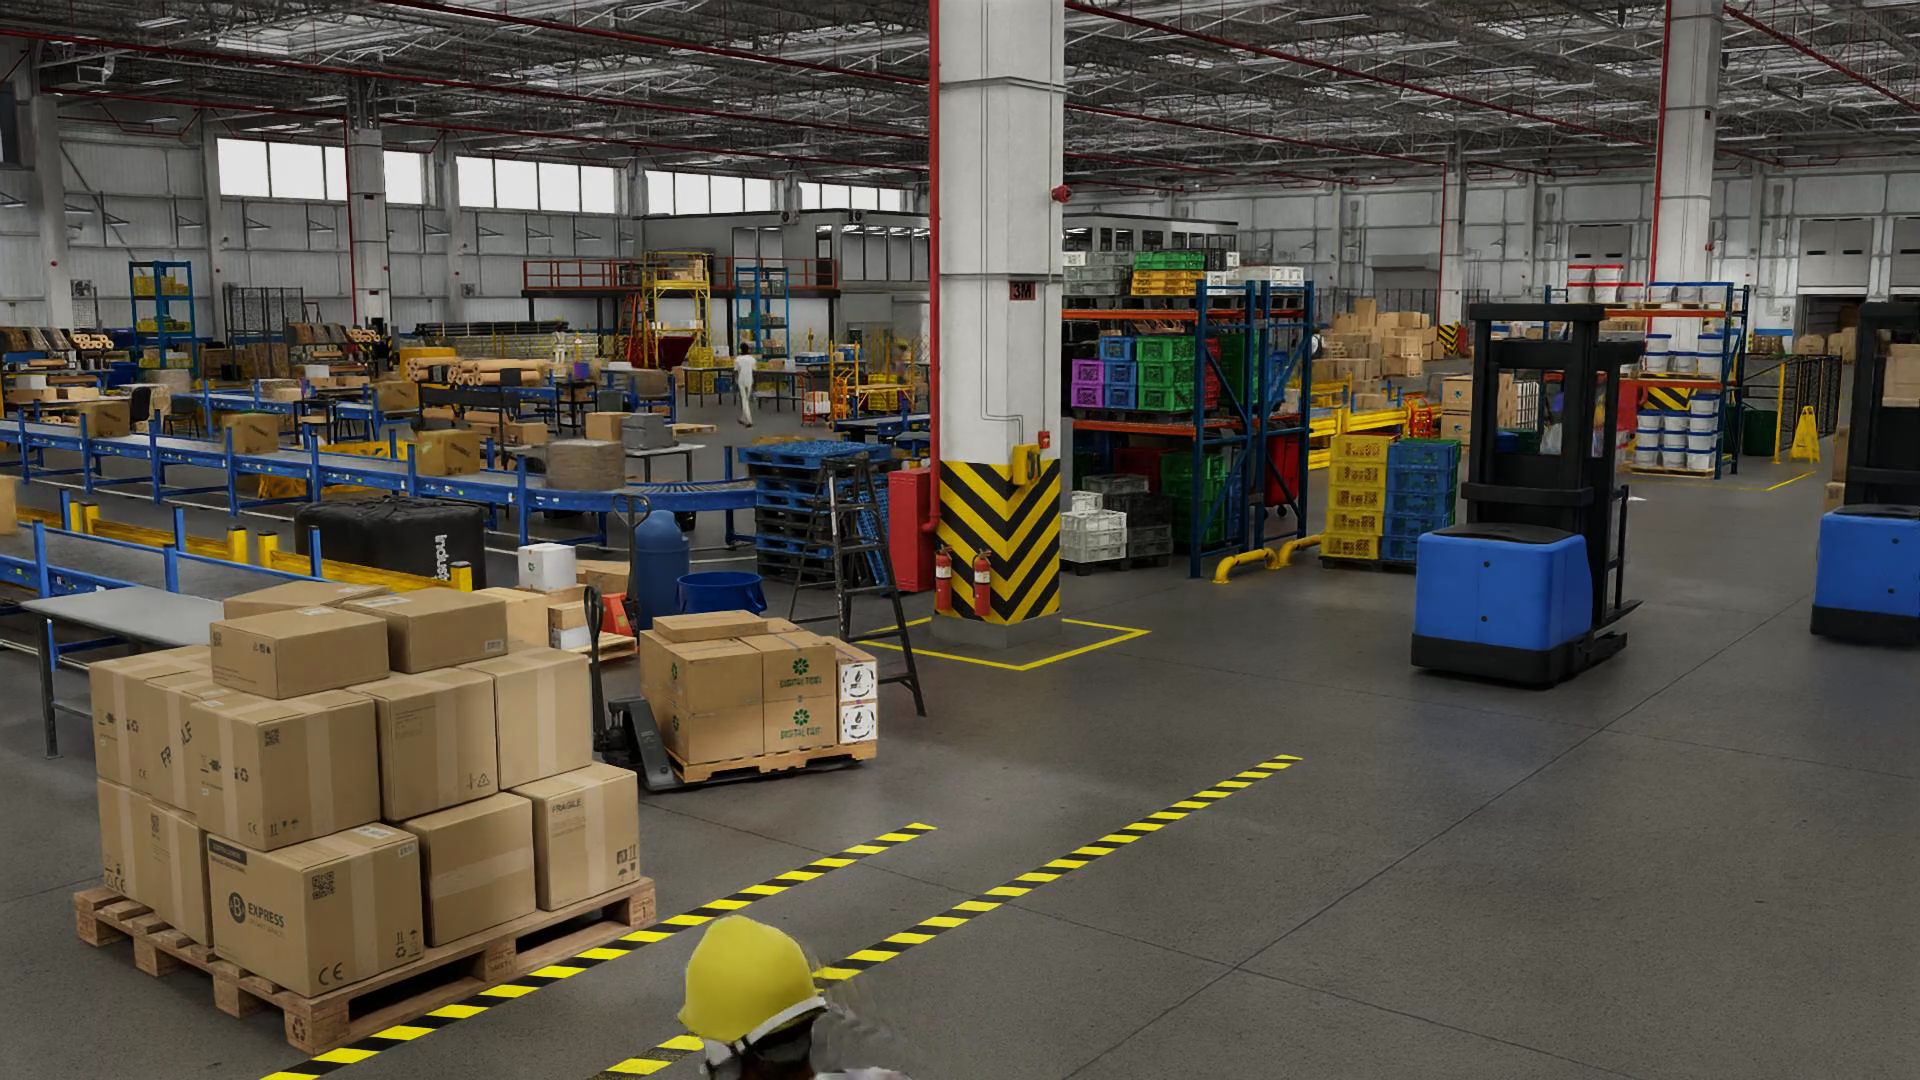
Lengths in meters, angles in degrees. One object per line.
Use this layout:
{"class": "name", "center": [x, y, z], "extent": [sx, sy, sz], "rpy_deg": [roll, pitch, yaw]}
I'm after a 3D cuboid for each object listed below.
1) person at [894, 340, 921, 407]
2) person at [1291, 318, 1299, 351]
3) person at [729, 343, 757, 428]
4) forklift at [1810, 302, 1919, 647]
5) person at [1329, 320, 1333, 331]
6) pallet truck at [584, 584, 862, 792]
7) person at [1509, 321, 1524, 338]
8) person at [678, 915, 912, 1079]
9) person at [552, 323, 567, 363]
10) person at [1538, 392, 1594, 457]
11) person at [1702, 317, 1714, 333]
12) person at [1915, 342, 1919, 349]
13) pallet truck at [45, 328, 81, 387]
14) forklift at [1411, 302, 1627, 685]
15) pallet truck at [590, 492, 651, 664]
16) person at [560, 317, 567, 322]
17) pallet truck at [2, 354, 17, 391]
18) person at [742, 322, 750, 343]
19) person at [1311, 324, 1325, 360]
{"class": "person", "center": [-1.467, -4.231, 42.314], "extent": [0.911, 1.717, 0.563], "rpy_deg": [-1, 9, -7]}
{"class": "person", "center": [16.925, -10.403, 83.993], "extent": [0.322, 1.697, 0.532], "rpy_deg": [7, 11, 39]}
{"class": "person", "center": [-4.696, -3.328, 35.885], "extent": [0.538, 1.817, 0.956], "rpy_deg": [-6, 10, -33]}
{"class": "forklift", "center": [8.010, -0.607, 13.990], "extent": [1.129, 2.768, 1.873], "rpy_deg": [7, 11, 37]}
{"class": "person", "center": [18.660, -10.349, 82.898], "extent": [0.571, 1.914, 0.612], "rpy_deg": [2, 9, 11]}
{"class": "pallet truck", "center": [-1.426, 0.805, 10.019], "extent": [1.601, 1.201, 0.680], "rpy_deg": [-4, 9, -26]}
{"class": "person", "center": [24.791, -9.062, 74.177], "extent": [0.635, 1.938, 1.046], "rpy_deg": [4, 9, 26]}
{"class": "person", "center": [-0.324, 1.558, 2.985], "extent": [0.613, 1.805, 0.484], "rpy_deg": [-8, 11, -42]}
{"class": "person", "center": [-13.742, -6.506, 57.095], "extent": [0.359, 1.886, 0.573], "rpy_deg": [7, 11, 39]}
{"class": "person", "center": [6.105, -0.554, 16.934], "extent": [1.012, 1.893, 0.604], "rpy_deg": [-4, 9, -23]}
{"class": "person", "center": [30.785, -8.253, 68.790], "extent": [0.613, 1.901, 0.778], "rpy_deg": [-4, 9, -27]}
{"class": "person", "center": [24.444, -4.215, 42.357], "extent": [0.845, 1.657, 0.535], "rpy_deg": [6, 11, 37]}
{"class": "pallet truck", "center": [-23.775, -4.544, 43.495], "extent": [1.885, 1.965, 0.823], "rpy_deg": [6, 10, 35]}
{"class": "forklift", "center": [4.379, -0.438, 12.852], "extent": [1.129, 2.768, 1.873], "rpy_deg": [7, 11, 37]}
{"class": "pallet truck", "center": [-3.115, 0.344, 12.883], "extent": [0.653, 1.274, 1.630], "rpy_deg": [7, 11, 37]}
{"class": "person", "center": [-16.367, -8.229, 68.666], "extent": [0.850, 1.899, 0.609], "rpy_deg": [2, 9, 13]}
{"class": "pallet truck", "center": [-24.881, -4.417, 42.634], "extent": [1.885, 1.965, 0.823], "rpy_deg": [8, 11, 41]}
{"class": "person", "center": [-8.235, -7.670, 64.822], "extent": [0.704, 1.912, 0.582], "rpy_deg": [3, 9, 22]}
{"class": "person", "center": [10.255, -5.295, 48.413], "extent": [0.709, 2.000, 0.535], "rpy_deg": [-7, 11, -40]}
